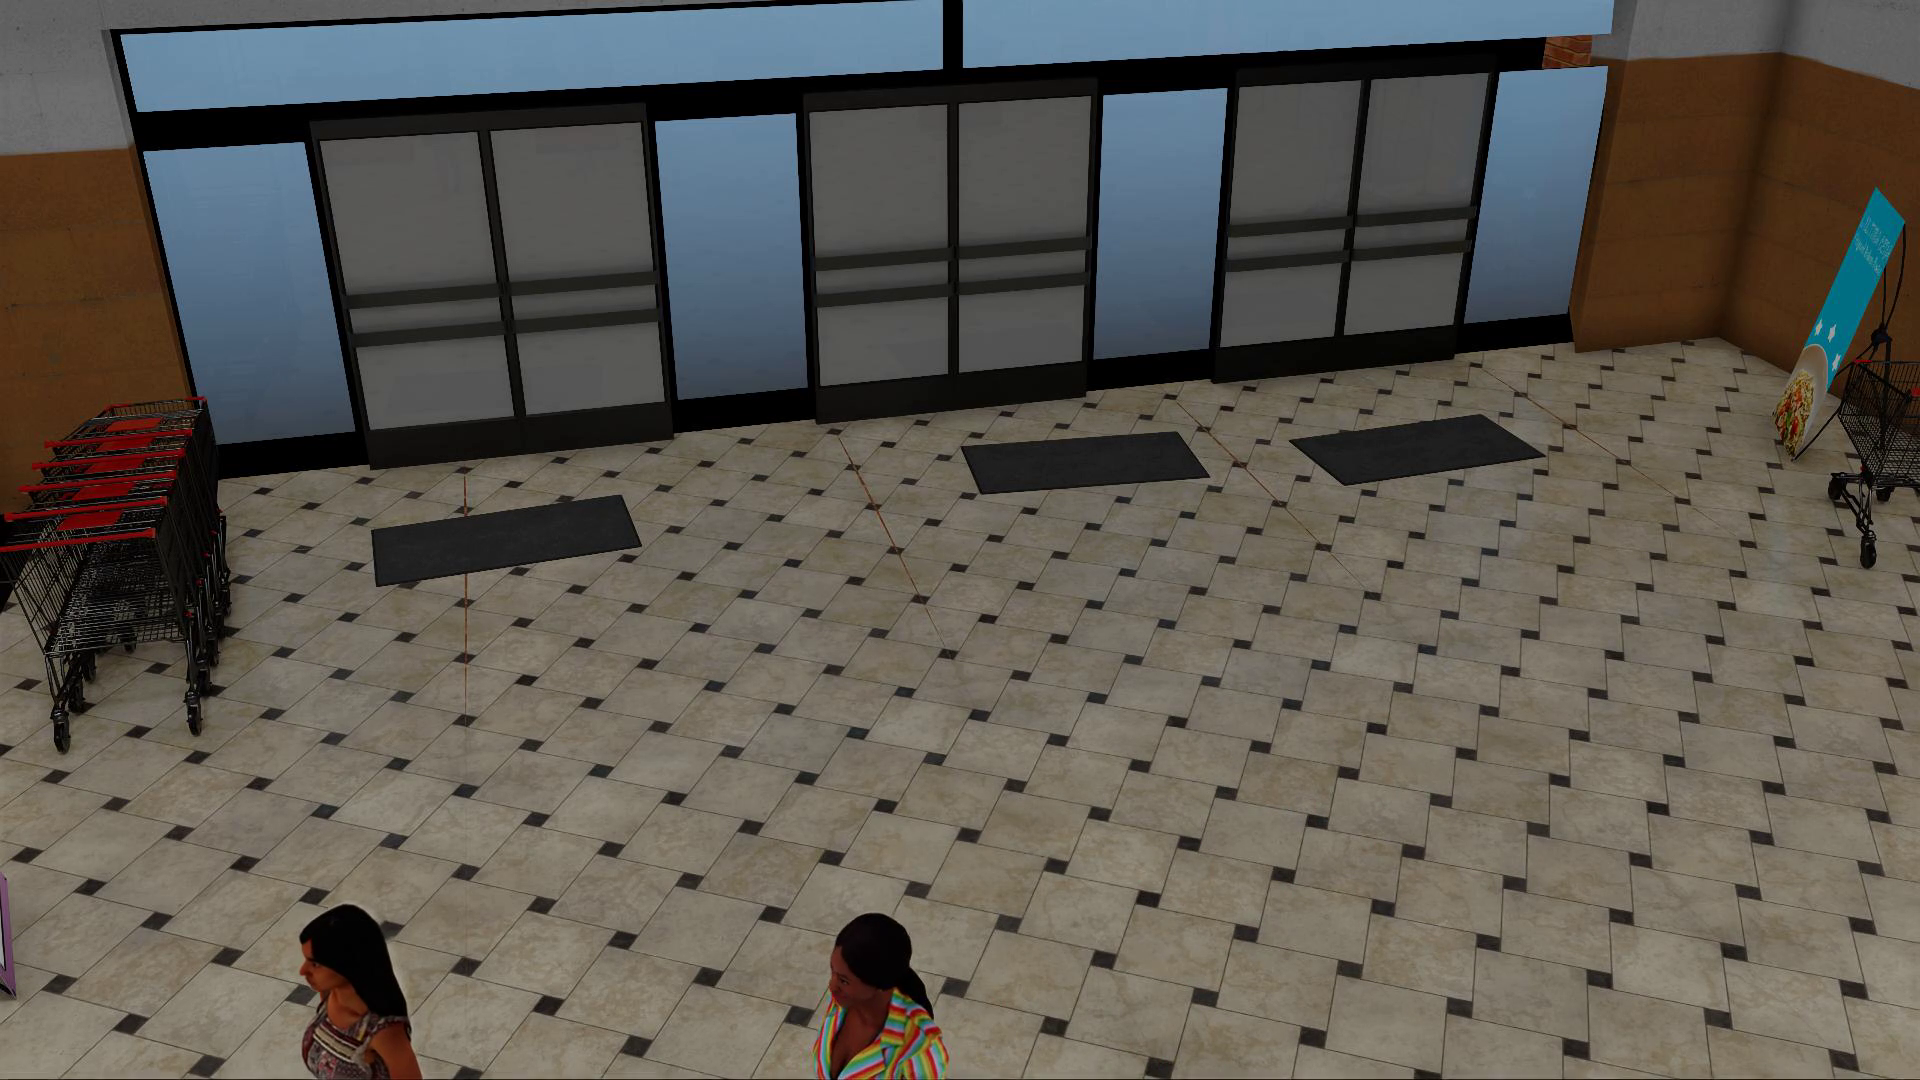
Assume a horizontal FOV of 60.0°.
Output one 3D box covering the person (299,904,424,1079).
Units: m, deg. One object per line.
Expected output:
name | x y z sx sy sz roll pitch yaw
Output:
person | -1.679 1.736 4.866 0.663 1.645 0.785 22 34 37

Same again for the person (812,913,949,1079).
person | -0.215 1.757 4.660 0.636 1.792 0.744 24 35 39
